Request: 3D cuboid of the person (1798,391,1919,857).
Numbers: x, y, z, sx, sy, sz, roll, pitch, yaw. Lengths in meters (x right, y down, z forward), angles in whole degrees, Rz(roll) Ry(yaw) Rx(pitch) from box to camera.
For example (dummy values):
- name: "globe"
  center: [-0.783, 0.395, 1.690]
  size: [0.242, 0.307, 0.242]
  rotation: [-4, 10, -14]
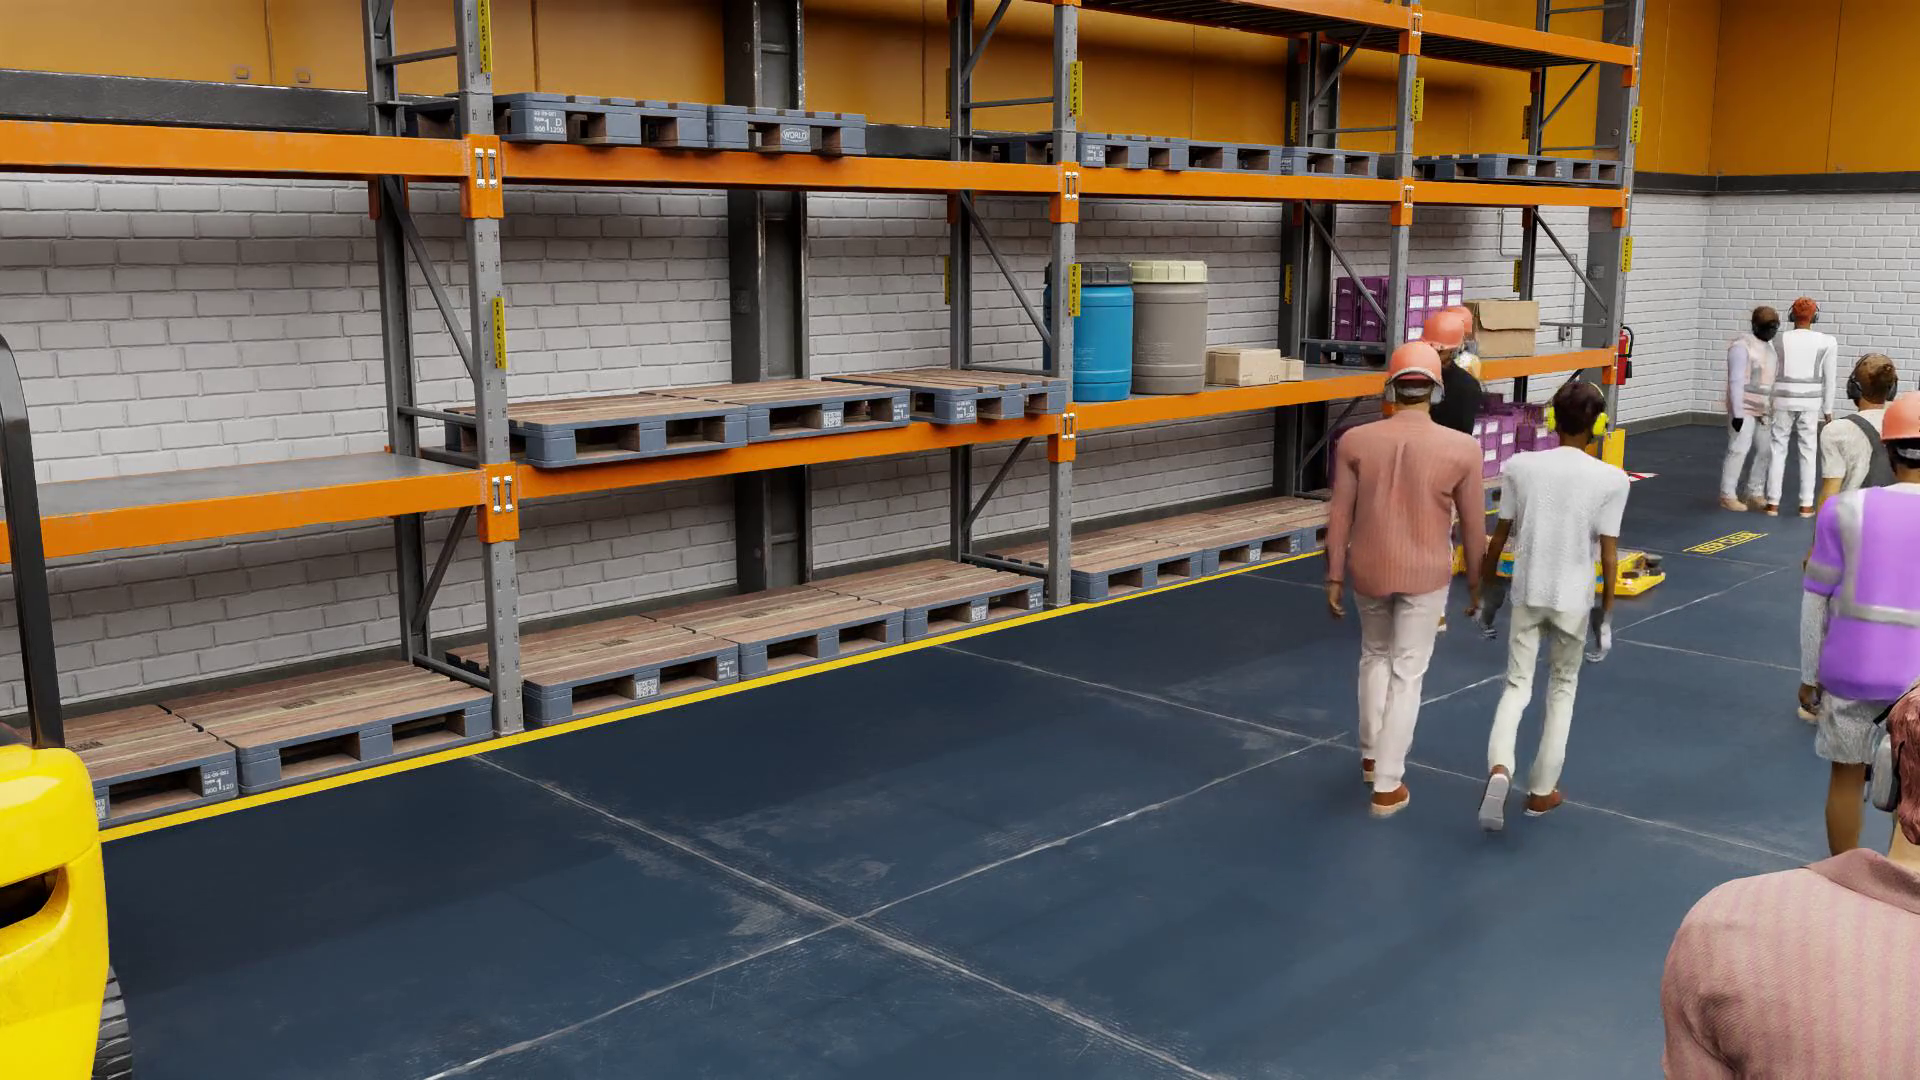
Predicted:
- name: "person"
  center: [3.131, 0.458, 5.585]
  size: [0.569, 1.899, 0.669]
  rotation: [6, 12, 31]

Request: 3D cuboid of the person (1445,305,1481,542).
- name: "person"
  center: [3.639, -0.840, 12.675]
  size: [0.570, 1.890, 0.985]
  rotation: [6, 12, 30]

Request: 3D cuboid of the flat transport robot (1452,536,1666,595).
- name: "flat transport robot"
  center: [4.092, 0.157, 11.616]
  size: [1.431, 0.197, 0.652]
  rotation: [8, 13, 39]

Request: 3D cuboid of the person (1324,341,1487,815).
- name: "person"
  center: [1.913, 0.143, 7.076]
  size: [0.628, 1.960, 0.796]
  rotation: [6, 12, 29]

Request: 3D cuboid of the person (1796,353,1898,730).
- name: "person"
  center: [4.374, 0.018, 8.079]
  size: [0.514, 1.844, 0.328]
  rotation: [-1, 10, -4]

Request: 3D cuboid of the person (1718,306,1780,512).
- name: "person"
  center: [6.854, -1.127, 14.441]
  size: [0.645, 1.804, 0.529]
  rotation: [-4, 11, -21]

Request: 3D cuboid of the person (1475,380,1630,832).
- name: "person"
  center: [2.340, 0.279, 6.684]
  size: [0.576, 1.837, 0.769]
  rotation: [6, 12, 31]

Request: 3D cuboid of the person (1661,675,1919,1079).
- name: "person"
  center: [1.233, 1.074, 2.157]
  size: [0.649, 1.907, 0.409]
  rotation: [7, 12, 32]

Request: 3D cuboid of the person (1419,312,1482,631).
- name: "person"
  center: [2.800, -0.376, 9.905]
  size: [0.517, 1.964, 0.644]
  rotation: [-5, 12, -27]

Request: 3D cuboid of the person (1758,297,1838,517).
- name: "person"
  center: [7.165, -1.134, 14.255]
  size: [0.584, 1.882, 0.337]
  rotation: [5, 11, 23]

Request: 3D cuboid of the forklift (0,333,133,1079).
- name: "forklift"
  center: [-3.289, 0.485, 4.582]
  size: [1.214, 2.155, 2.313]
  rotation: [-10, 14, -44]
